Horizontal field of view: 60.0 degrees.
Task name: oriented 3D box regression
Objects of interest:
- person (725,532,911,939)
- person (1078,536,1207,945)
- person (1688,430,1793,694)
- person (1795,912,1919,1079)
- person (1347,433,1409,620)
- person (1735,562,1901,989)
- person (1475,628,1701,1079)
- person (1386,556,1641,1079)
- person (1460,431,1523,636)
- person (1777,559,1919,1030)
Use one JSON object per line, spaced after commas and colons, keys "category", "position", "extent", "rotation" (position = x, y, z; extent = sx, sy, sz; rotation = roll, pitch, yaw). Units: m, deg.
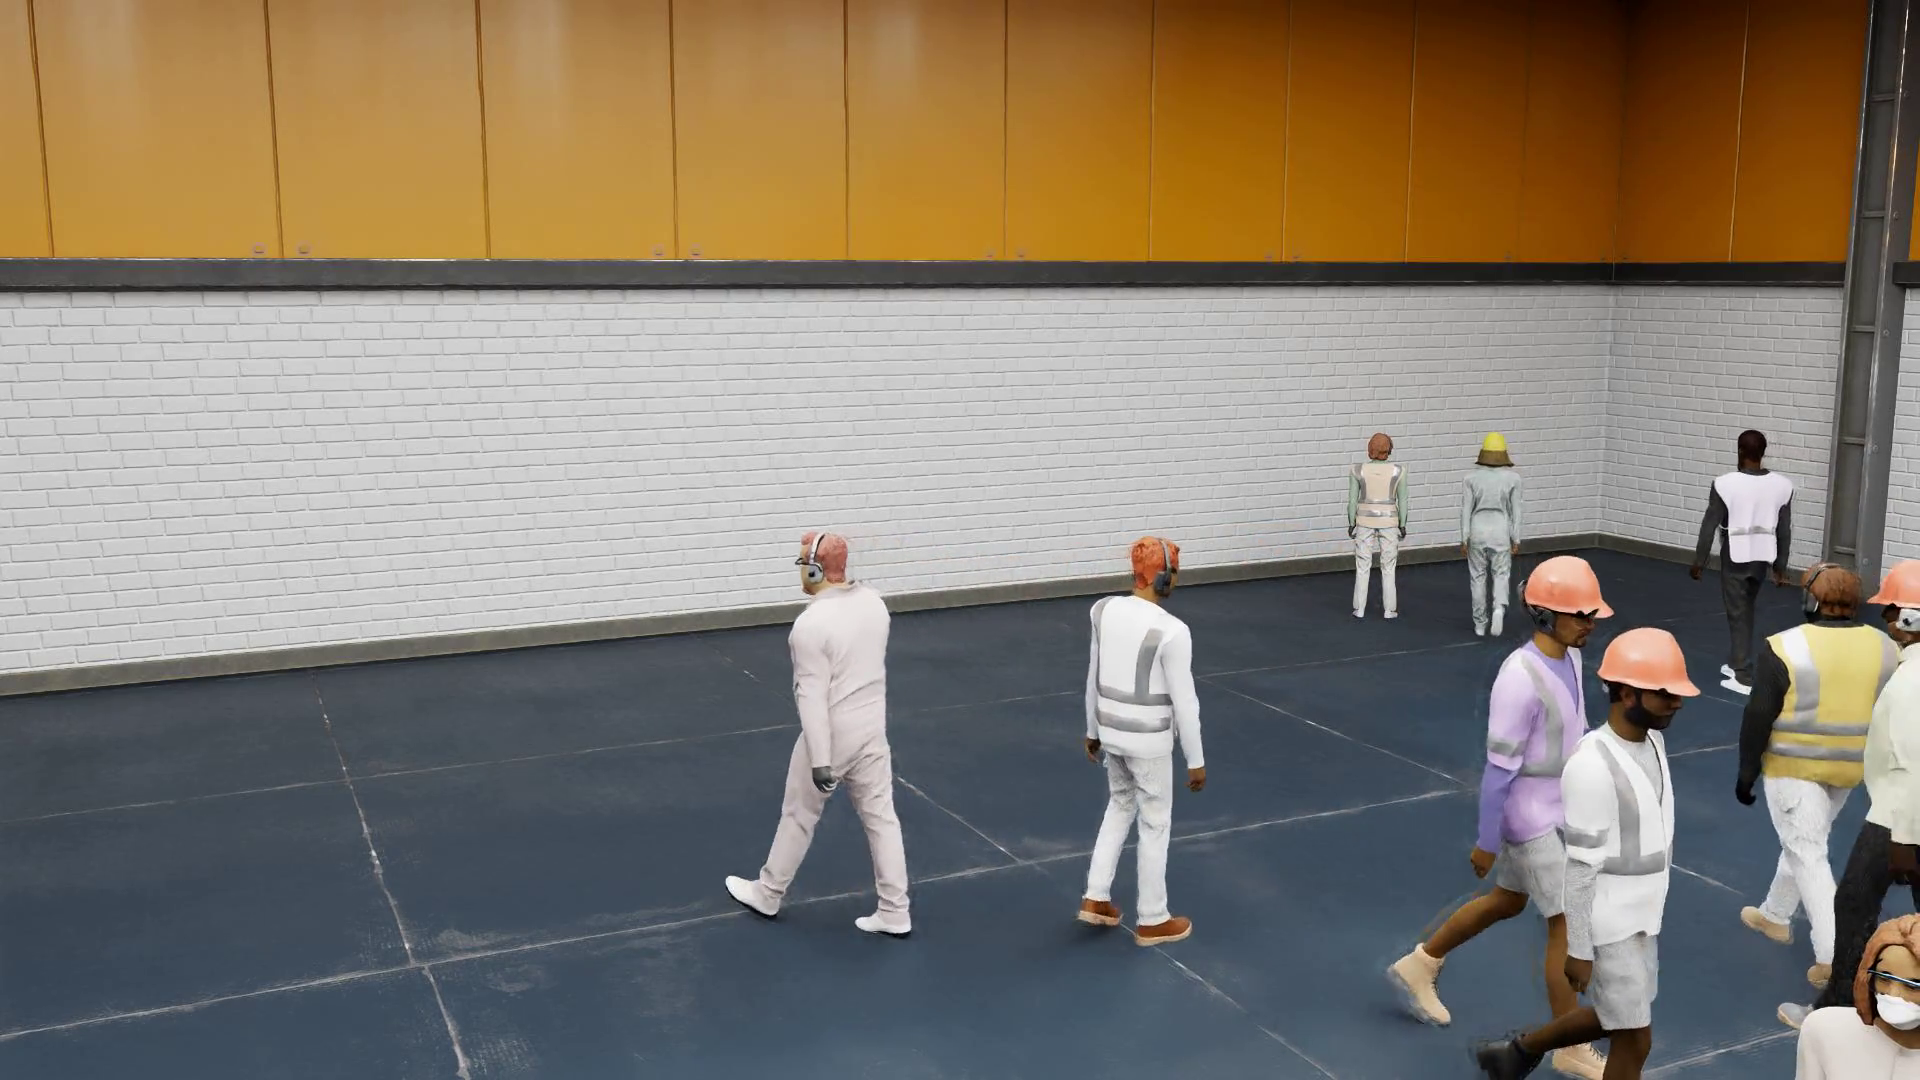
{"category": "person", "position": [-0.618, 0.883, 7.647], "extent": [0.966, 1.858, 0.657], "rotation": [7, 11, 35]}
{"category": "person", "position": [0.827, 0.902, 7.464], "extent": [0.427, 1.876, 0.643], "rotation": [-7, 12, -38]}
{"category": "person", "position": [5.664, 0.139, 12.169], "extent": [0.610, 1.893, 0.779], "rotation": [-1, 9, -9]}
{"category": "person", "position": [2.089, 1.626, 3.742], "extent": [0.280, 1.633, 0.500], "rotation": [-8, 12, -42]}
{"category": "person", "position": [3.640, -0.113, 14.511], "extent": [0.521, 1.640, 0.307], "rotation": [3, 10, 15]}
{"category": "person", "position": [3.702, 0.988, 7.202], "extent": [0.635, 1.801, 0.938], "rotation": [-1, 9, -7]}
{"category": "person", "position": [2.091, 1.208, 5.477], "extent": [0.765, 1.919, 0.552], "rotation": [9, 13, 43]}
{"category": "person", "position": [2.116, 1.023, 6.374], "extent": [0.980, 2.006, 0.612], "rotation": [6, 11, 33]}
{"category": "person", "position": [4.377, -0.031, 13.738], "extent": [0.489, 1.726, 0.594], "rotation": [3, 10, 16]}
{"category": "person", "position": [3.727, 1.052, 6.310], "extent": [0.627, 1.961, 0.931], "rotation": [-8, 12, -39]}
